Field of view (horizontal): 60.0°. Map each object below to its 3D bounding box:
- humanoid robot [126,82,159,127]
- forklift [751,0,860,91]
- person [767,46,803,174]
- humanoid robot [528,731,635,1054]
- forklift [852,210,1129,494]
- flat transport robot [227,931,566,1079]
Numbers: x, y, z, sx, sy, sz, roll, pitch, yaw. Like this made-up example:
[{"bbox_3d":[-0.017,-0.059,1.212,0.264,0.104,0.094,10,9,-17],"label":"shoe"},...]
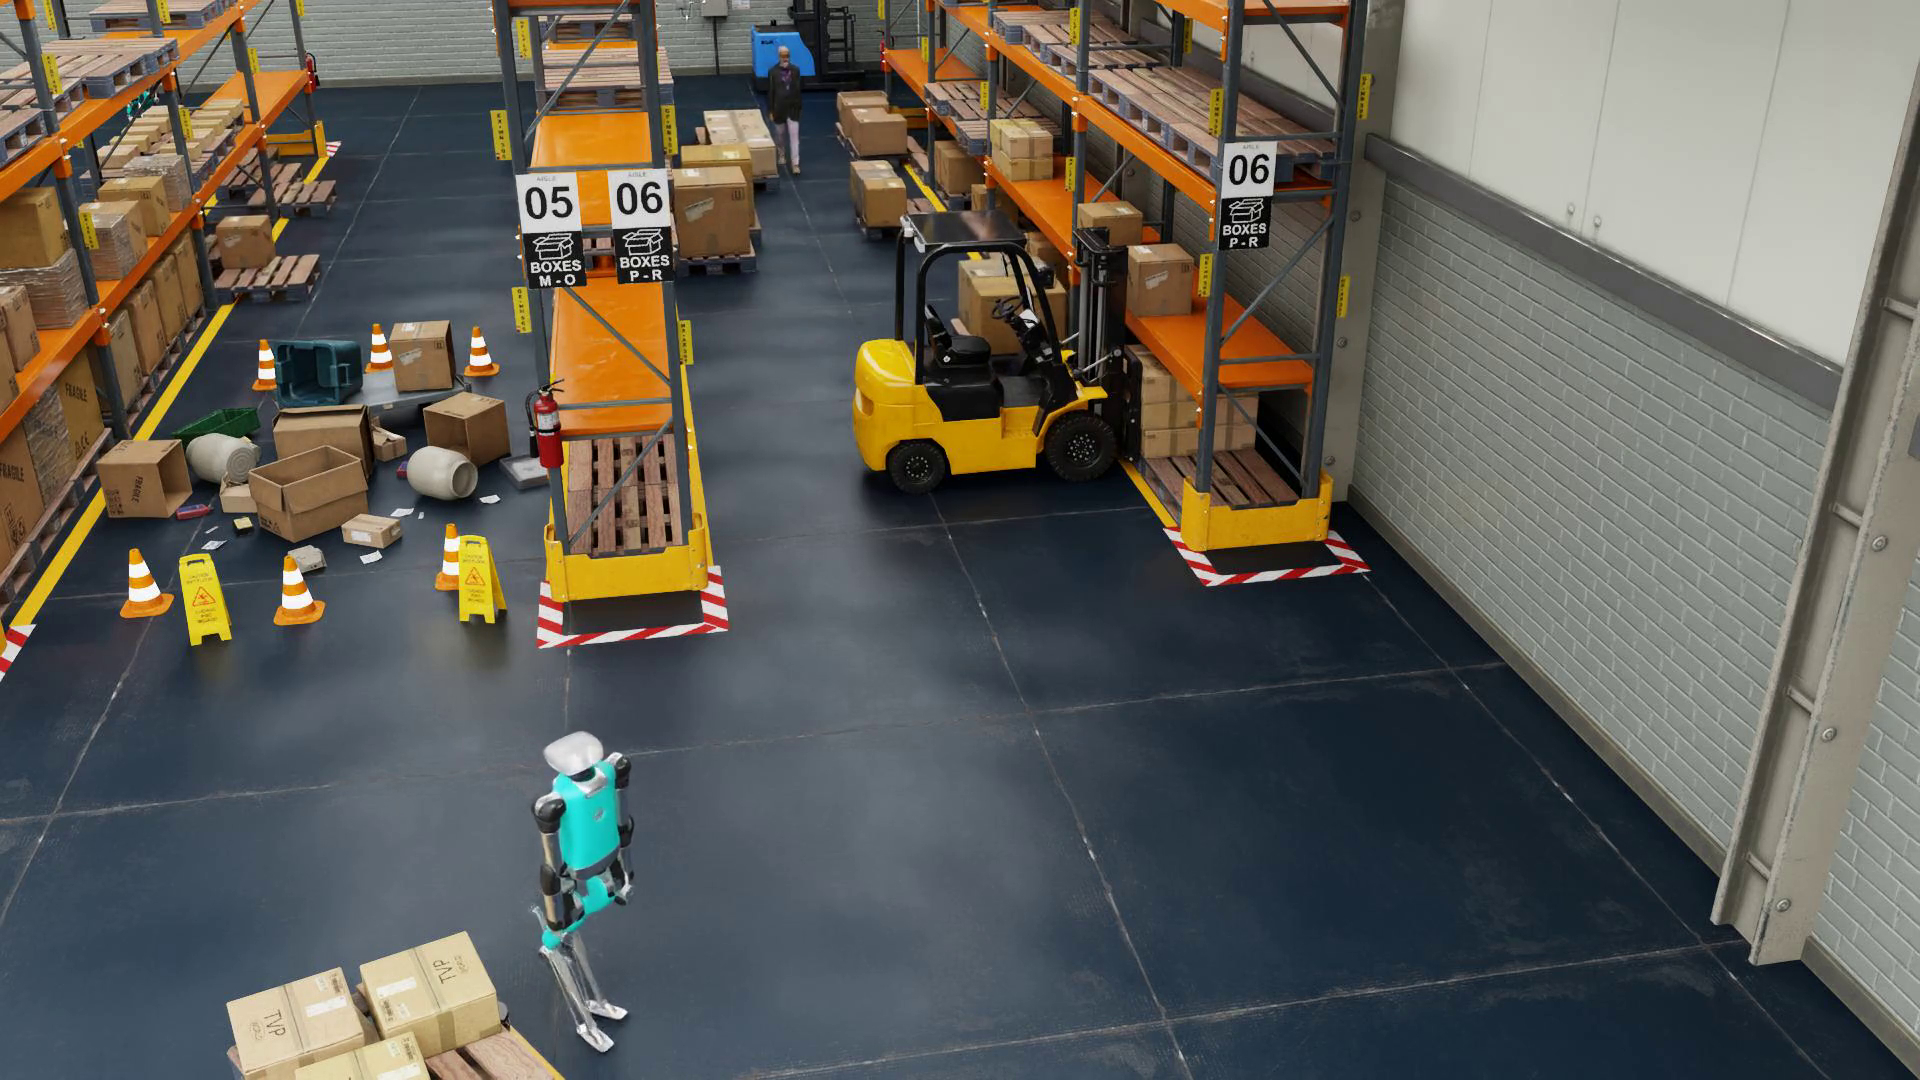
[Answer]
[{"bbox_3d":[-12.772,-6.968,25.796,0.735,1.672,0.533,22,33,38],"label":"humanoid robot"},{"bbox_3d":[-2.872,-9.679,30.288,1.873,2.768,1.129,-5,26,-10],"label":"forklift"},{"bbox_3d":[-2.608,-6.427,24.736,0.551,1.817,0.970,-7,26,-14],"label":"person"},{"bbox_3d":[-1.899,1.643,7.987,0.678,1.775,0.543,18,31,32],"label":"humanoid robot"},{"bbox_3d":[0.216,-1.659,14.366,2.313,2.155,1.214,-5,26,-10],"label":"forklift"},{"bbox_3d":[-2.587,2.653,7.604,1.431,0.231,0.659,-22,34,-38],"label":"flat transport robot"}]
